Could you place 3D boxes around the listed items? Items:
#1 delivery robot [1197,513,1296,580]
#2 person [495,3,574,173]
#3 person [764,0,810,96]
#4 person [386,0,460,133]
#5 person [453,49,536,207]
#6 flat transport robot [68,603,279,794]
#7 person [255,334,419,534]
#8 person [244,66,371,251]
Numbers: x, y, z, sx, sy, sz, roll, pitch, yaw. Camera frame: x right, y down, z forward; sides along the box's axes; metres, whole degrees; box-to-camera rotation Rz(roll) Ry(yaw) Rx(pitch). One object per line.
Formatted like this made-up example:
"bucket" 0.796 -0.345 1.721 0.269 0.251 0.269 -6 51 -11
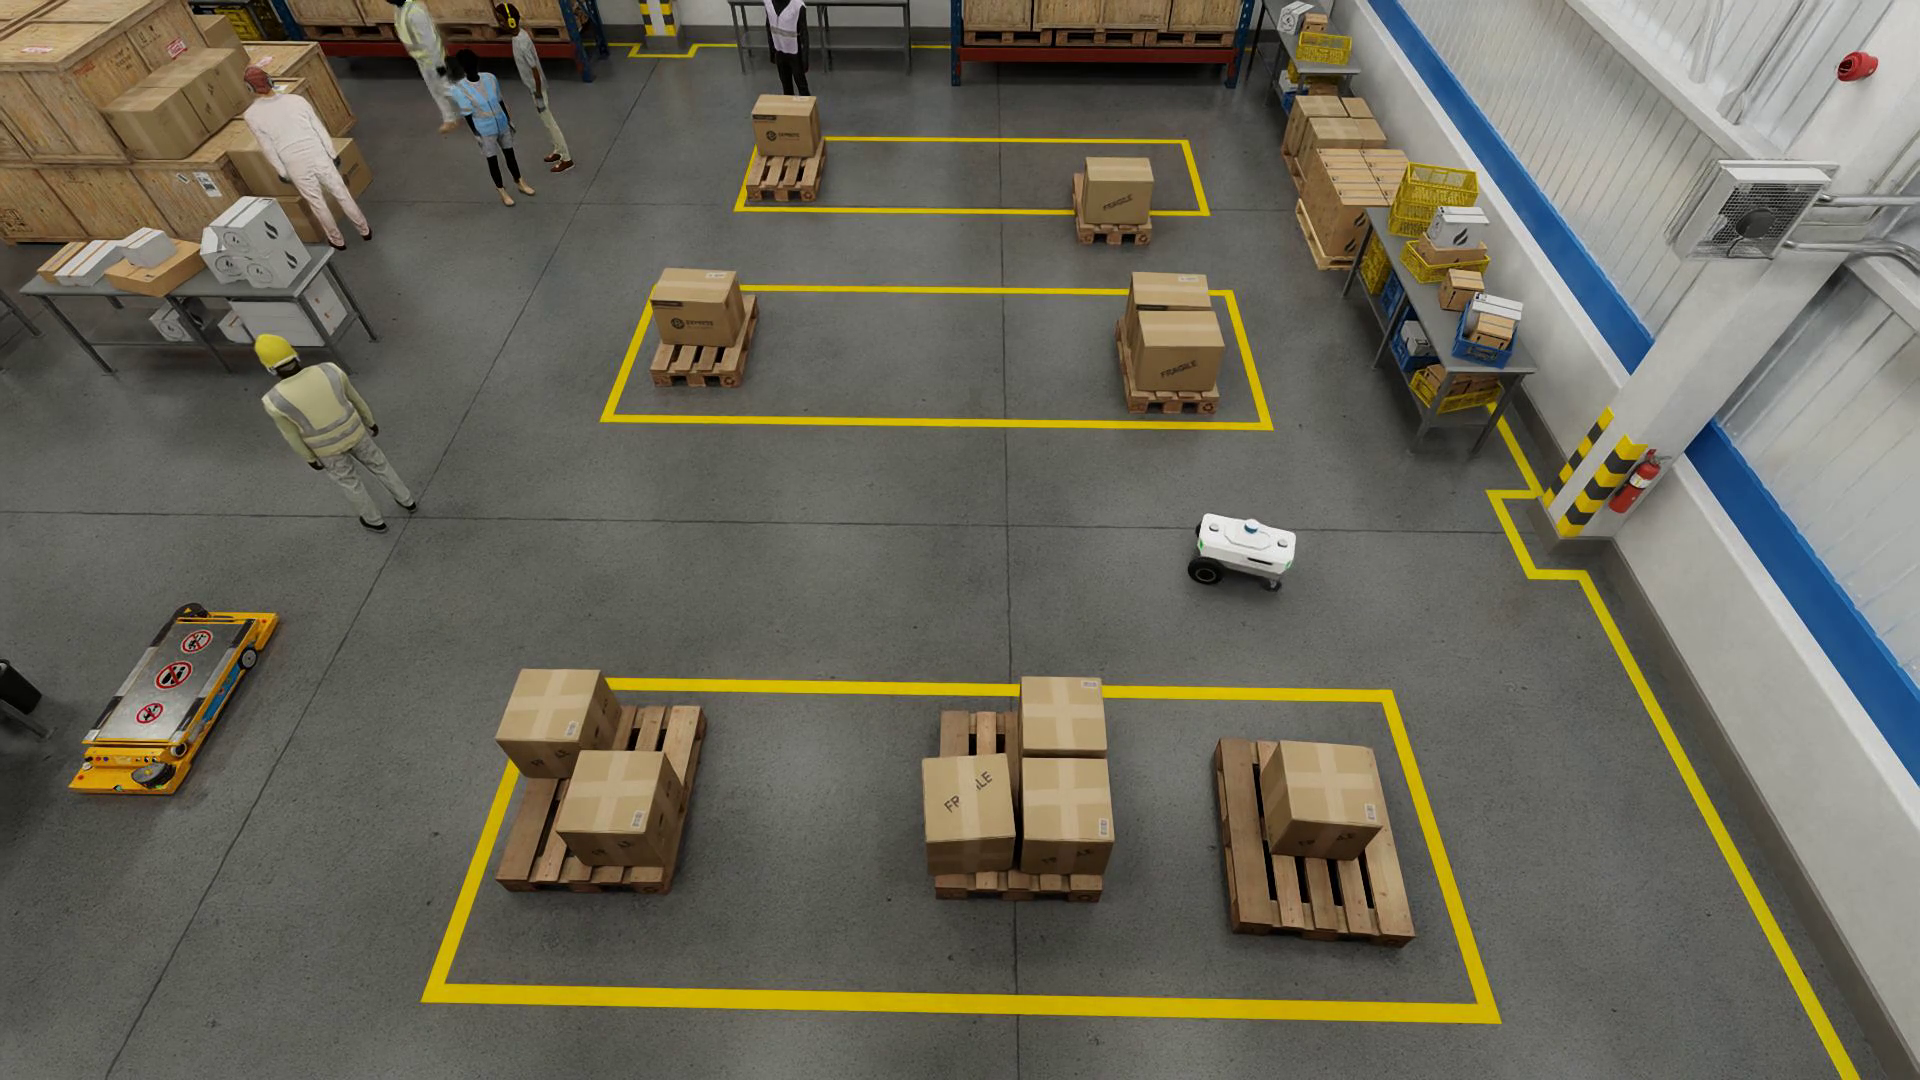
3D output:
"delivery robot" 2.204 0.033 7.077 0.707 0.478 0.477 14 51 11
"person" -5.012 -5.300 10.794 0.327 1.872 0.516 -23 54 -18
"person" -2.125 -6.082 11.428 0.589 1.915 0.393 21 53 17
"person" -6.576 -6.068 11.469 0.651 1.833 0.608 35 58 26
"person" -5.291 -4.664 10.364 0.322 1.699 0.536 29 55 22
"flat transport robot" -5.504 1.072 6.442 0.652 0.197 1.431 1 50 1
"person" -4.779 -0.804 7.020 0.403 1.823 0.590 29 56 23
"person" -6.911 -4.002 9.675 0.639 1.903 0.407 -35 58 -26
